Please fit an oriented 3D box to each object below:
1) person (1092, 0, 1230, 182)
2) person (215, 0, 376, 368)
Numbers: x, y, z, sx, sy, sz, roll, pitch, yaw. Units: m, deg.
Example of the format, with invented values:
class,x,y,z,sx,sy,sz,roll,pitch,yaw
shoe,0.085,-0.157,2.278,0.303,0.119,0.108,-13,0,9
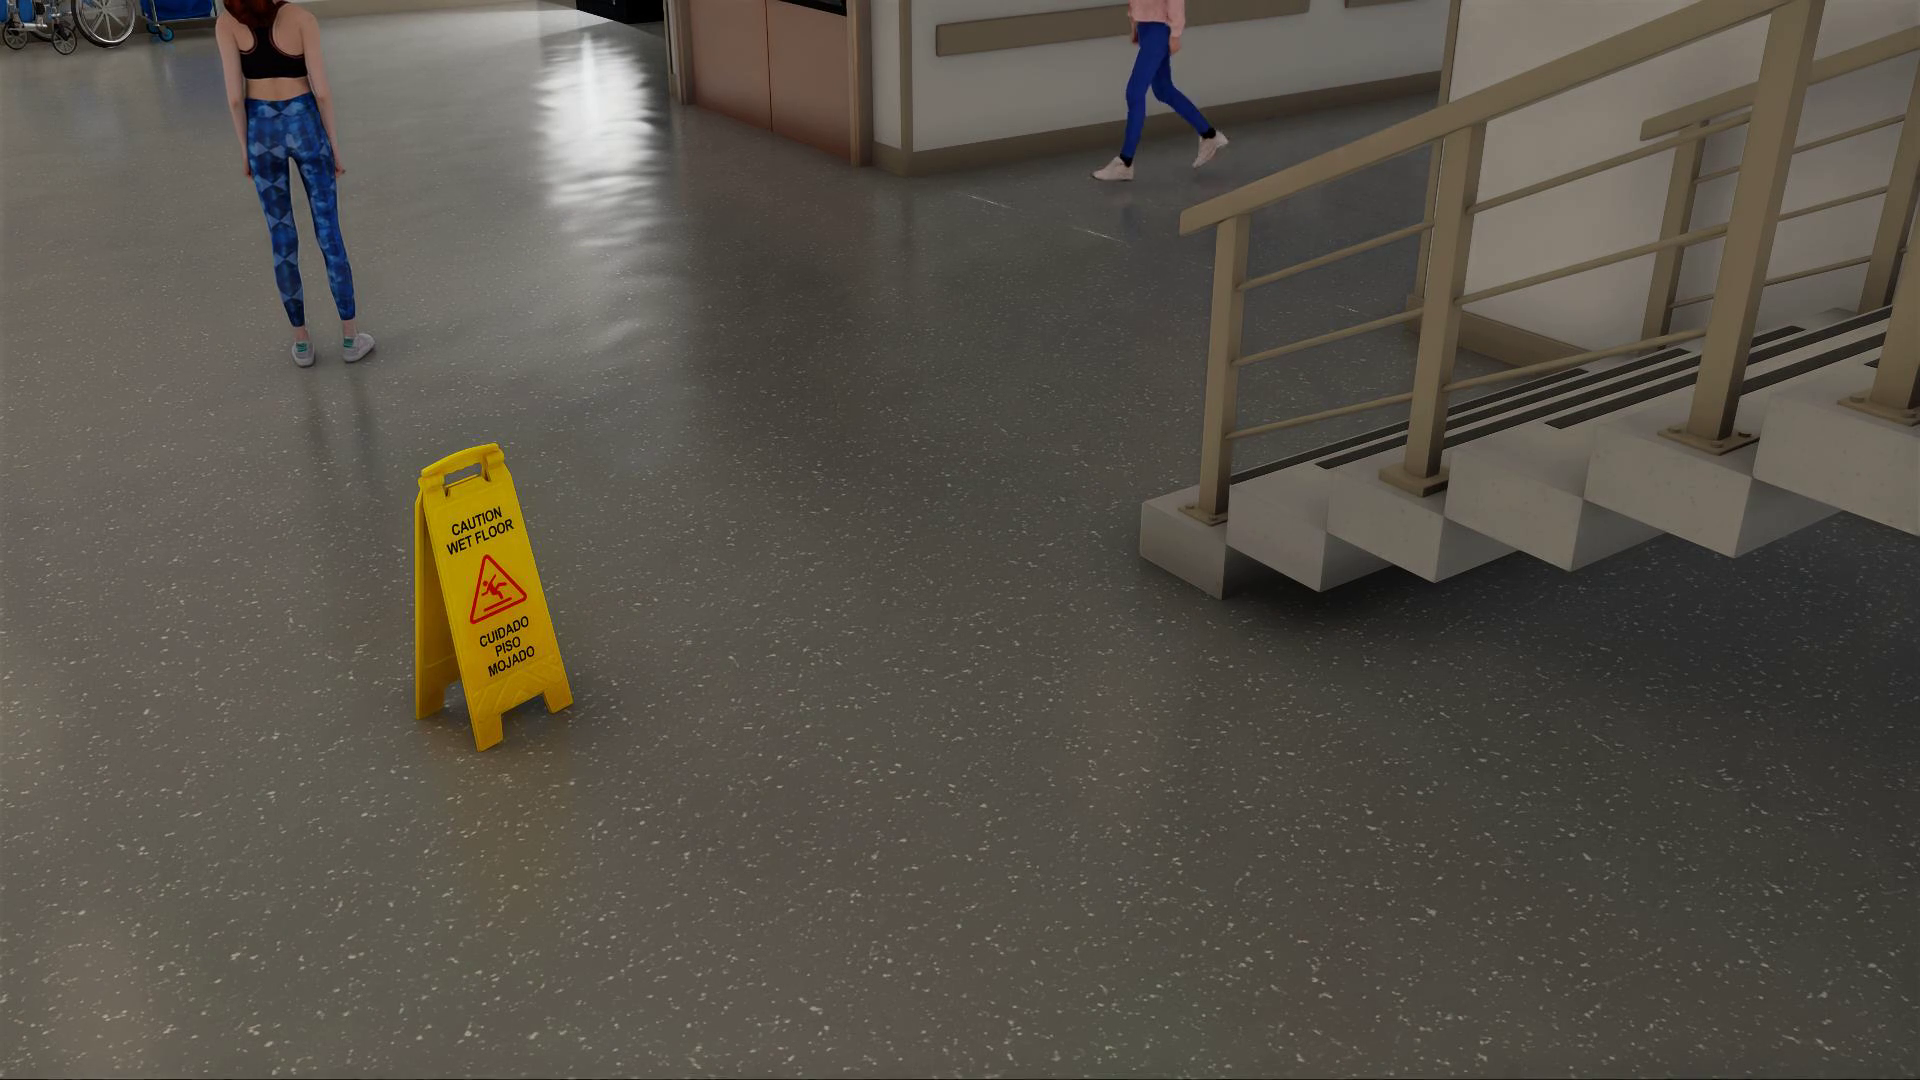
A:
class,x,y,z,sx,sy,sz,roll,pitch,yaw
person,1.268,-3.009,9.923,0.970,1.735,1.170,-6,26,-13
person,-2.809,-1.618,6.980,0.644,1.785,0.672,-6,26,-12
